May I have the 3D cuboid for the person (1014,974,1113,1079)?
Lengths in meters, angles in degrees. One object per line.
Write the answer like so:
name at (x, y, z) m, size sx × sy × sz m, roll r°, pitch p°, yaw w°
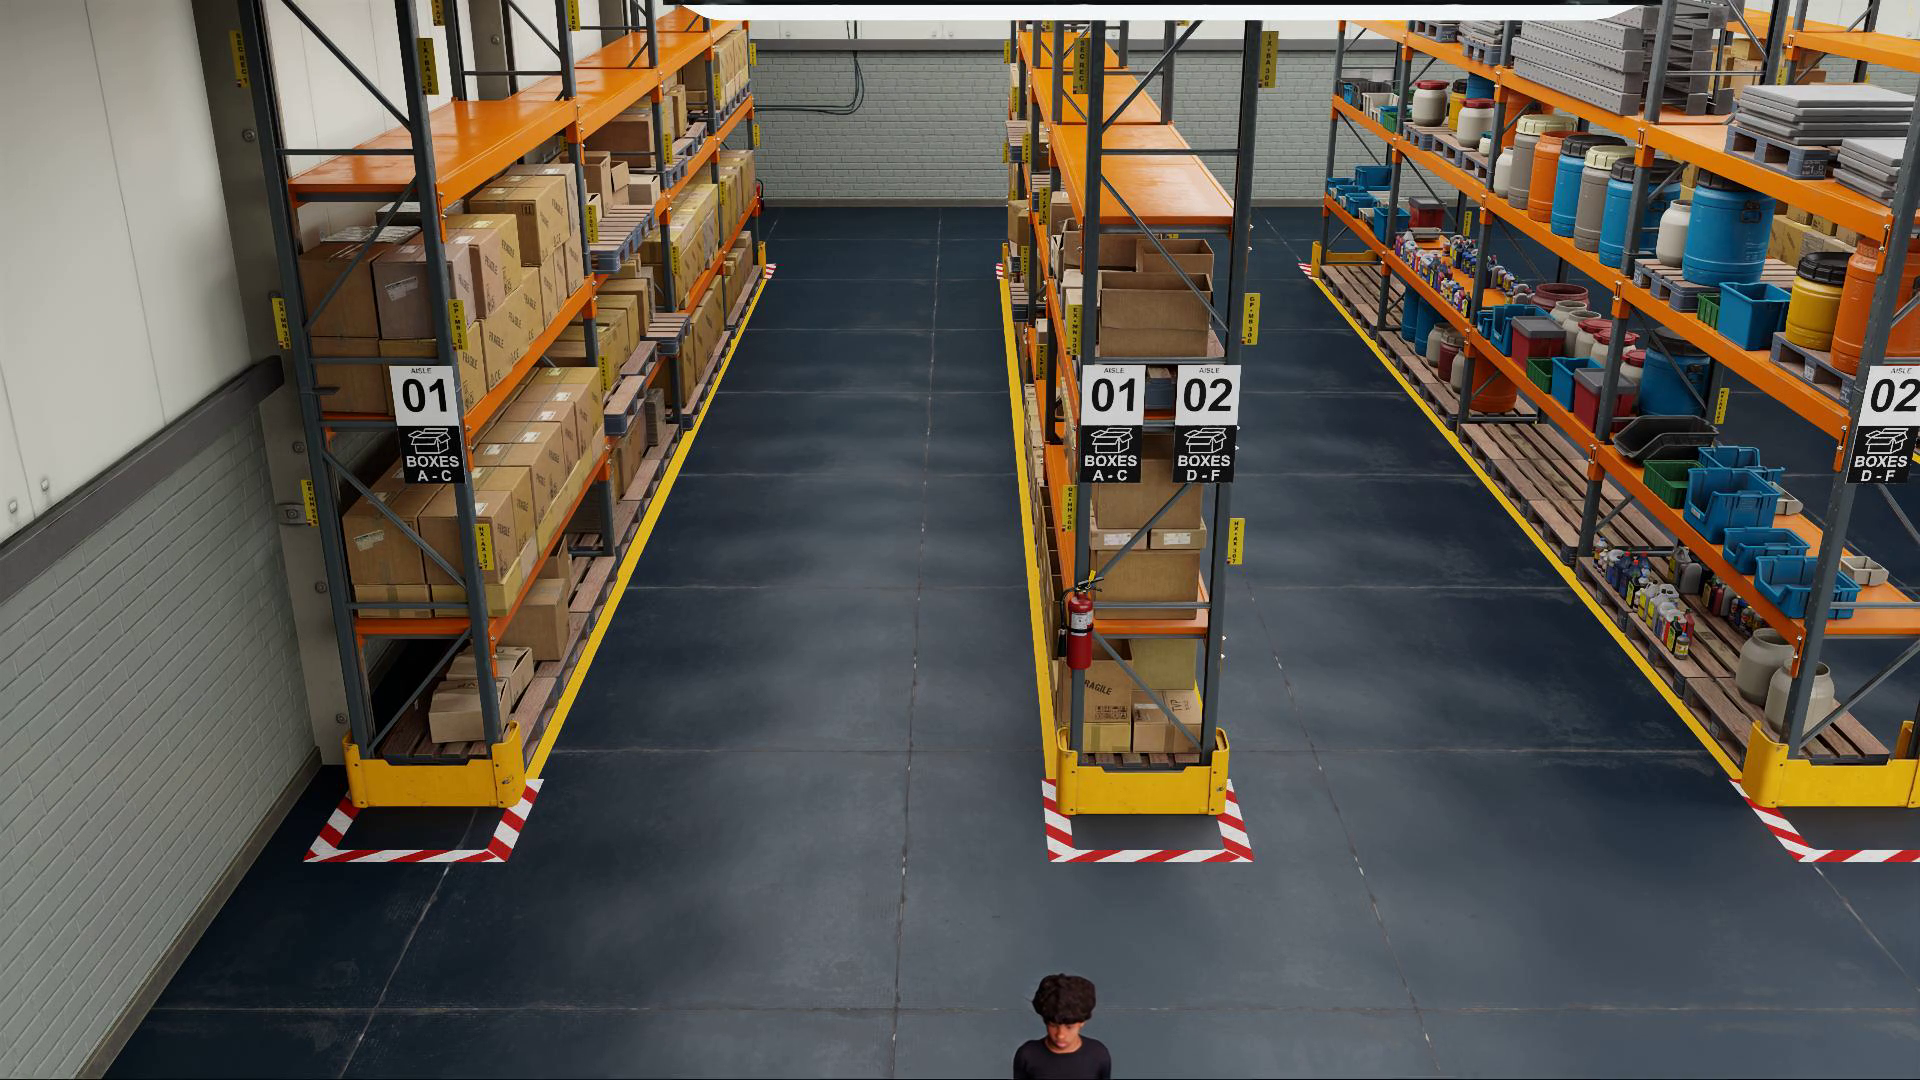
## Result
person at (0.451, 2.662, 7.315) m, size 0.587 × 1.794 × 0.562 m, roll 1°, pitch 22°, yaw 3°
